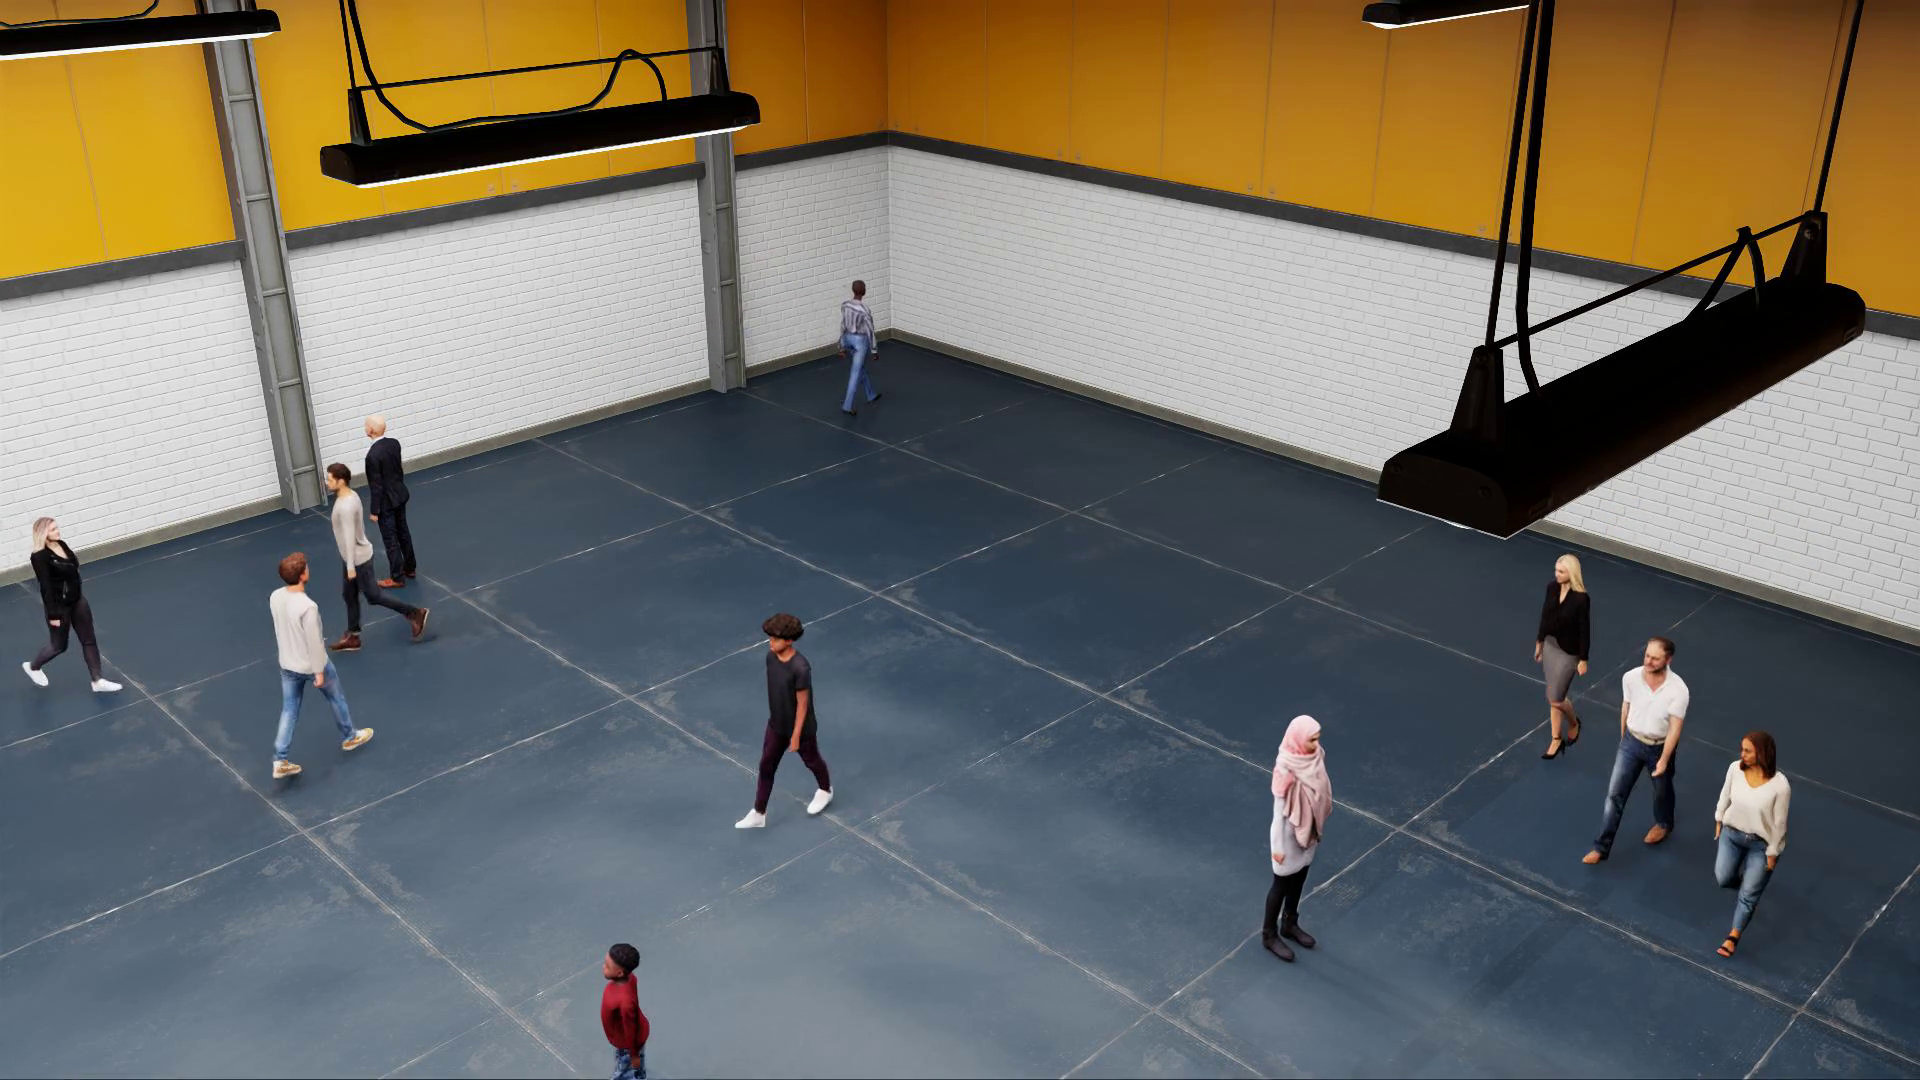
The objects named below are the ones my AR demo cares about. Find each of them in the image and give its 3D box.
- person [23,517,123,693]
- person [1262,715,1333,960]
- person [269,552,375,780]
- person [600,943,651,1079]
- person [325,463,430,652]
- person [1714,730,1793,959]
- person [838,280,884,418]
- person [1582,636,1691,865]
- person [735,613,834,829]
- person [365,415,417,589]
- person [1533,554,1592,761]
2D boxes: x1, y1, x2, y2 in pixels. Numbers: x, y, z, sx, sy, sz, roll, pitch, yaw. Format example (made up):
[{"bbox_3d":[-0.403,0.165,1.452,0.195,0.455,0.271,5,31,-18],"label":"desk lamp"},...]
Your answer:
[{"bbox_3d":[-7.904,0.591,14.520,1.086,1.661,1.082,2,24,5],"label":"person"},{"bbox_3d":[2.239,1.977,11.171,0.519,1.804,0.679,-20,31,-38],"label":"person"},{"bbox_3d":[-5.300,1.034,13.256,0.967,1.863,1.285,10,26,22],"label":"person"},{"bbox_3d":[-1.883,2.894,9.766,0.681,1.249,0.624,-3,24,-7],"label":"person"},{"bbox_3d":[-5.435,0.164,15.274,1.254,1.840,0.964,-11,26,-24],"label":"person"},{"bbox_3d":[5.391,2.010,11.279,0.826,1.657,0.658,-22,32,-40],"label":"person"},{"bbox_3d":[-1.369,-2.410,21.263,0.696,1.759,1.054,20,30,37],"label":"person"},{"bbox_3d":[5.131,1.516,12.225,1.243,1.805,0.704,-19,30,-37],"label":"person"},{"bbox_3d":[-1.217,1.359,12.670,0.716,1.737,1.127,17,29,34],"label":"person"},{"bbox_3d":[-5.706,-0.399,16.613,0.833,1.800,0.706,7,24,15],"label":"person"},{"bbox_3d":[4.965,0.942,13.518,0.824,1.821,0.750,-11,26,-24],"label":"person"}]
